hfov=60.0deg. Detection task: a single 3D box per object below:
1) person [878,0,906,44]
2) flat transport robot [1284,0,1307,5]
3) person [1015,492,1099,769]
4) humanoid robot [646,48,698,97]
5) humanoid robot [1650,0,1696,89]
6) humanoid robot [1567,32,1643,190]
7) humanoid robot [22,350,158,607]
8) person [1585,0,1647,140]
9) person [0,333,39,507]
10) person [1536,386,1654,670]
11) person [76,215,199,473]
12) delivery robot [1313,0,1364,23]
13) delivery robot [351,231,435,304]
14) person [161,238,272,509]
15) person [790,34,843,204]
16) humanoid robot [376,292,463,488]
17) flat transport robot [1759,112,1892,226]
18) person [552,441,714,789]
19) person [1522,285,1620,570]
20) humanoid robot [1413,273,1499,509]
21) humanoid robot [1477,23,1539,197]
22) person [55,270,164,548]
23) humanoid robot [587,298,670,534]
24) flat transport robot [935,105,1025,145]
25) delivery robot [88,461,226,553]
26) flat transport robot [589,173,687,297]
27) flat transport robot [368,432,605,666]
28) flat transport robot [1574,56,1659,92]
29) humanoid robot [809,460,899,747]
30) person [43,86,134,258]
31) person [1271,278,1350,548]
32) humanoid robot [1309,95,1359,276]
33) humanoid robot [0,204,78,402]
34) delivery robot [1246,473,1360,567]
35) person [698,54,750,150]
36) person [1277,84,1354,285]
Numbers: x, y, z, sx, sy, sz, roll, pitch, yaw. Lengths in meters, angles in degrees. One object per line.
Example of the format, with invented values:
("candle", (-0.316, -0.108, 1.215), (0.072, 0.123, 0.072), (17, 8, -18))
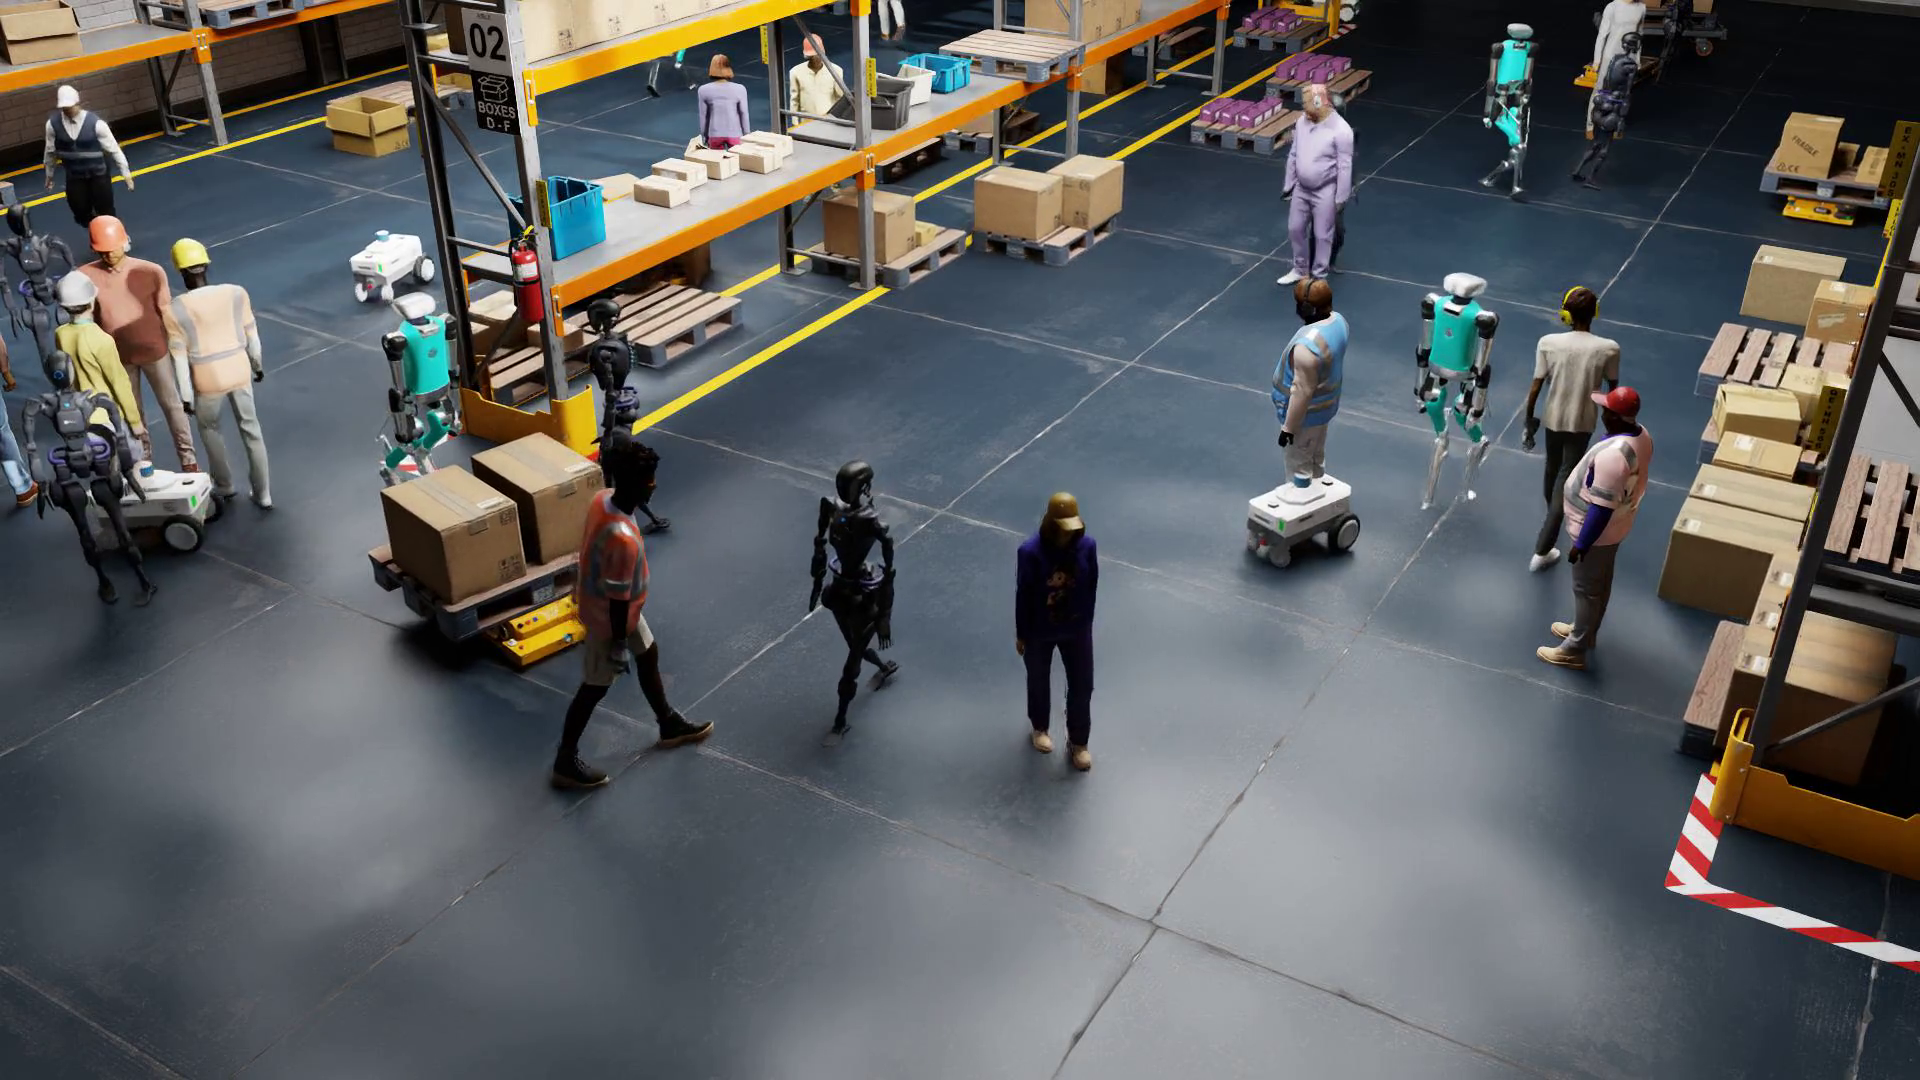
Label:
("person", (-0.961, -7.902, 23.291), (0.640, 1.888, 0.874), (-7, 30, -12))
("flat transport robot", (4.802, -8.668, 26.276), (1.431, 0.231, 0.659), (21, 36, 32))
("person", (0.507, 0.488, 8.721), (0.453, 1.606, 0.572), (-3, 30, -6))
("humanoid robot", (-3.676, -6.432, 20.875), (0.533, 1.780, 1.002), (19, 34, 29))
("humanoid robot", (9.198, -6.650, 21.261), (0.315, 1.657, 0.599), (25, 38, 37))
("humanoid robot", (6.801, -4.533, 17.527), (0.426, 1.636, 0.618), (-3, 30, -5))
("humanoid robot", (-5.320, -0.343, 10.114), (0.602, 1.644, 0.463), (-13, 32, -21))
("person", (7.568, -5.561, 19.128), (0.584, 1.894, 0.359), (-5, 30, -8))
("person", (-6.720, -1.129, 11.191), (0.621, 1.989, 0.397), (-10, 31, -17))
("person", (3.656, -0.076, 9.568), (0.419, 1.754, 0.605), (19, 35, 30))
("person", (-5.680, -1.288, 11.481), (0.613, 1.986, 0.403), (-7, 30, -12))
("delivery robot", (5.667, -8.070, 24.945), (0.816, 0.613, 0.499), (14, 32, 23))
("delivery robot", (-5.179, -2.504, 15.099), (0.499, 0.612, 0.813), (8, 30, 13))
("person", (-5.043, -1.135, 11.283), (0.613, 1.903, 0.699), (-24, 37, -36))
("person", (-1.454, -4.309, 17.066), (0.567, 1.744, 0.351), (-2, 30, -3))
("humanoid robot", (-3.583, -0.820, 10.875), (0.702, 1.747, 0.531), (19, 35, 30))
("flat transport robot", (9.016, -3.584, 17.282), (0.659, 0.231, 1.431), (17, 34, 27))
("person", (-1.792, 0.381, 8.614), (0.906, 1.899, 0.637), (-9, 31, -15))
("person", (3.960, -0.767, 10.739), (0.571, 1.804, 0.958), (17, 33, 27))
("humanoid robot", (3.432, -0.989, 11.266), (0.808, 1.841, 0.536), (-26, 38, -38))
("humanoid robot", (5.819, -4.383, 17.271), (0.541, 1.783, 1.022), (-8, 31, -15))
("person", (-5.504, -0.817, 10.742), (0.475, 1.891, 0.384), (10, 31, 17))
("humanoid robot", (-2.275, -0.787, 10.934), (0.606, 1.649, 0.612), (-3, 30, -5))
("flat transport robot", (0.133, -4.974, 19.741), (0.659, 0.231, 1.431), (17, 34, 27))
("delivery robot", (-5.350, -0.235, 11.075), (0.807, 0.603, 0.499), (-2, 30, -3))
("flat transport robot", (-3.257, -2.415, 15.213), (1.431, 0.231, 0.659), (7, 30, 11))
("flat transport robot", (-2.845, 0.318, 10.379), (0.659, 0.231, 1.431), (-26, 38, -38))
("flat transport robot", (8.641, -6.145, 21.811), (0.659, 0.231, 1.431), (21, 36, 32))
("humanoid robot", (-0.548, 0.277, 9.078), (0.597, 1.631, 0.782), (21, 36, 33))
("person", (-8.056, -3.344, 15.358), (0.788, 1.738, 0.531), (-5, 30, -9))
("person", (2.230, -0.824, 10.809), (0.430, 1.837, 0.620), (17, 33, 27))
("humanoid robot", (3.372, -3.247, 15.246), (0.616, 1.649, 0.312), (-9, 31, -15))
("humanoid robot", (-6.954, -1.799, 12.713), (0.604, 1.654, 0.451), (-10, 31, -17))
("delivery robot", (2.242, -0.176, 10.961), (0.765, 0.594, 0.513), (-21, 35, -32))
("person", (-2.356, -4.046, 16.717), (0.499, 1.628, 0.291), (1, 30, 3))
("person", (3.167, -3.096, 14.798), (0.414, 1.876, 0.698), (-21, 36, -32))
